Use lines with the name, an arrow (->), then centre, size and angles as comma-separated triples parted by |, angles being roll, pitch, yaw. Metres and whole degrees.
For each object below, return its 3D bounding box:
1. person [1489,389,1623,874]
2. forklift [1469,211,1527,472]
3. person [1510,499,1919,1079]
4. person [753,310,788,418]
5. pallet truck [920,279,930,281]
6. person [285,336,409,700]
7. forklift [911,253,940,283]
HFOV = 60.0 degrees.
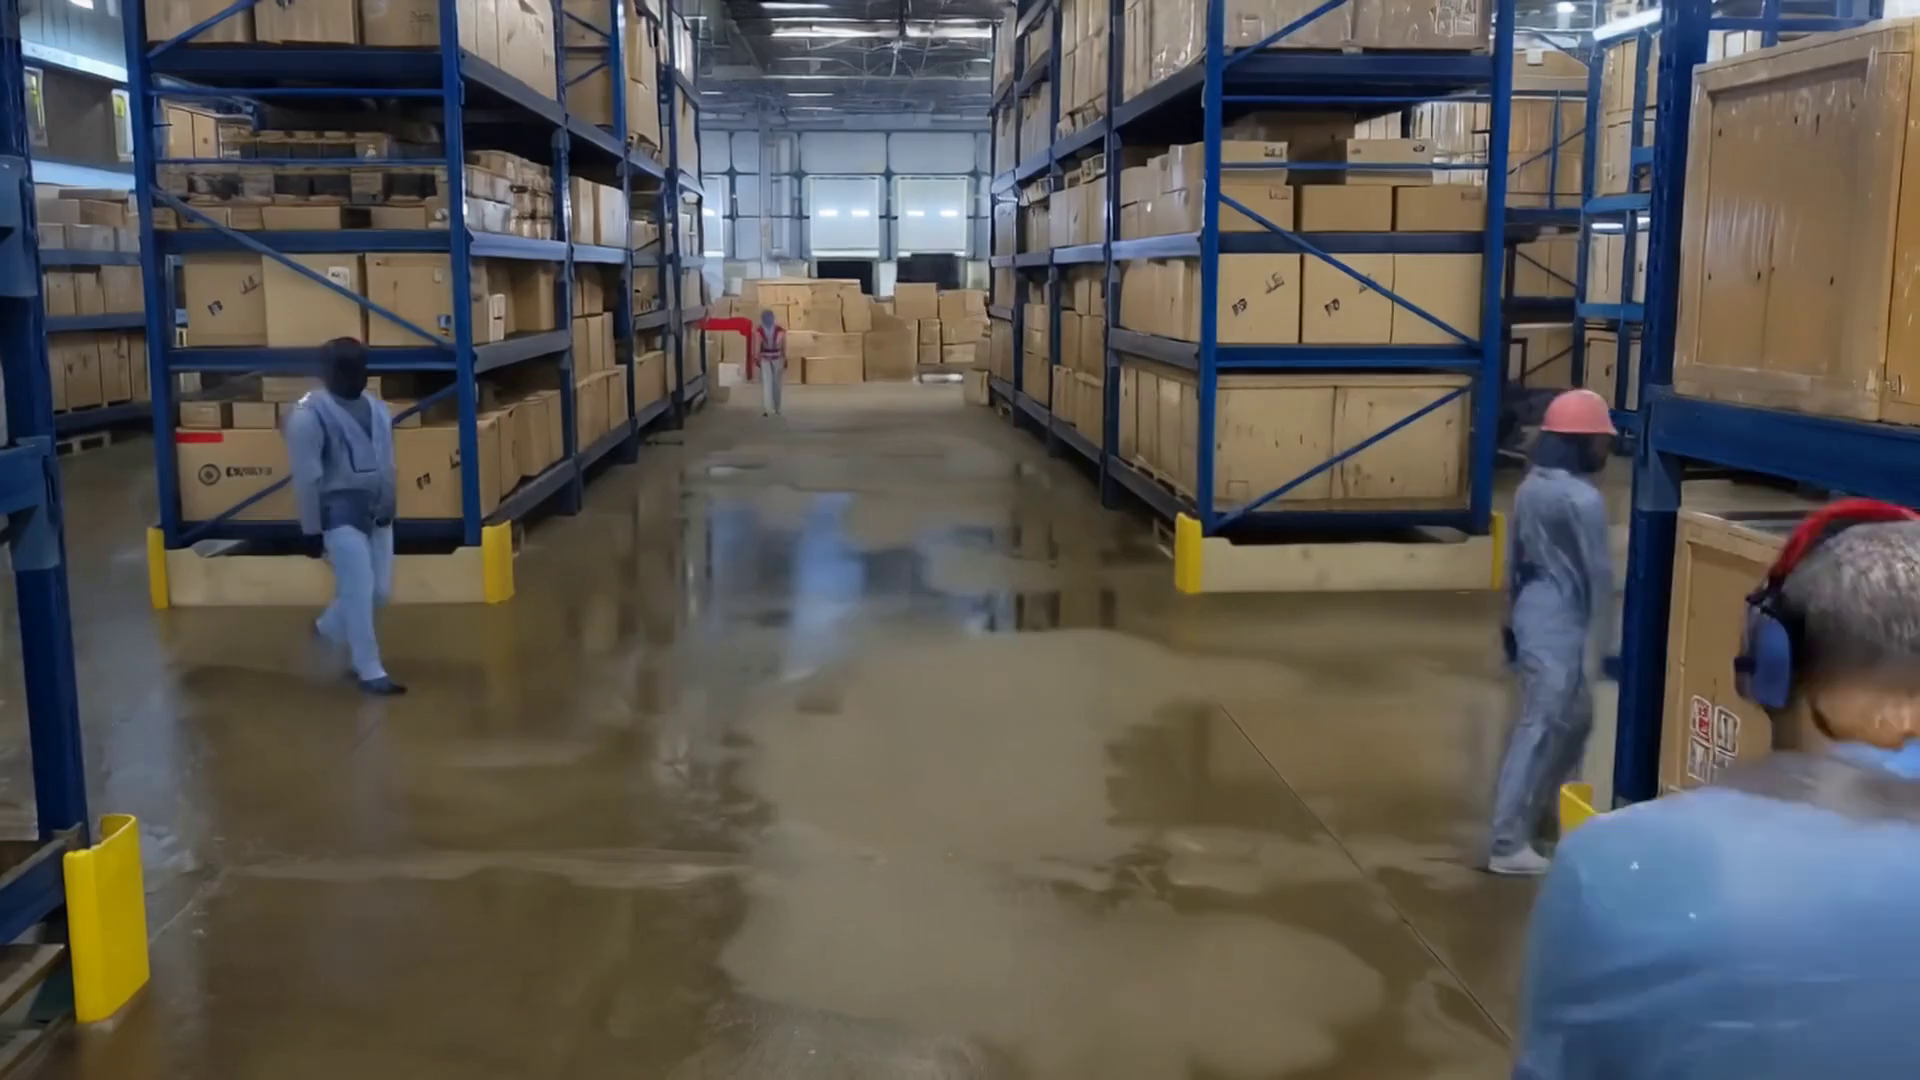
person -> 2.154, 0.334, 5.870 | 0.622, 1.724, 0.497 | -1, 9, -4
forklift -> 5.392, -2.225, 18.304 | 1.129, 2.768, 1.873 | -1, 9, -4
person -> 0.883, 0.909, 1.711 | 0.650, 1.892, 0.675 | 0, 9, 3
person -> -2.842, -2.658, 25.014 | 0.514, 1.606, 0.810 | -1, 9, -3
pallet truck -> -0.932, -8.922, 63.114 | 1.885, 1.965, 0.823 | 2, 9, 13
person -> -3.119, -0.118, 8.400 | 0.733, 1.822, 0.631 | 4, 10, 25
forklift -> -1.098, -7.823, 53.451 | 1.129, 2.768, 1.873 | -6, 11, -32
